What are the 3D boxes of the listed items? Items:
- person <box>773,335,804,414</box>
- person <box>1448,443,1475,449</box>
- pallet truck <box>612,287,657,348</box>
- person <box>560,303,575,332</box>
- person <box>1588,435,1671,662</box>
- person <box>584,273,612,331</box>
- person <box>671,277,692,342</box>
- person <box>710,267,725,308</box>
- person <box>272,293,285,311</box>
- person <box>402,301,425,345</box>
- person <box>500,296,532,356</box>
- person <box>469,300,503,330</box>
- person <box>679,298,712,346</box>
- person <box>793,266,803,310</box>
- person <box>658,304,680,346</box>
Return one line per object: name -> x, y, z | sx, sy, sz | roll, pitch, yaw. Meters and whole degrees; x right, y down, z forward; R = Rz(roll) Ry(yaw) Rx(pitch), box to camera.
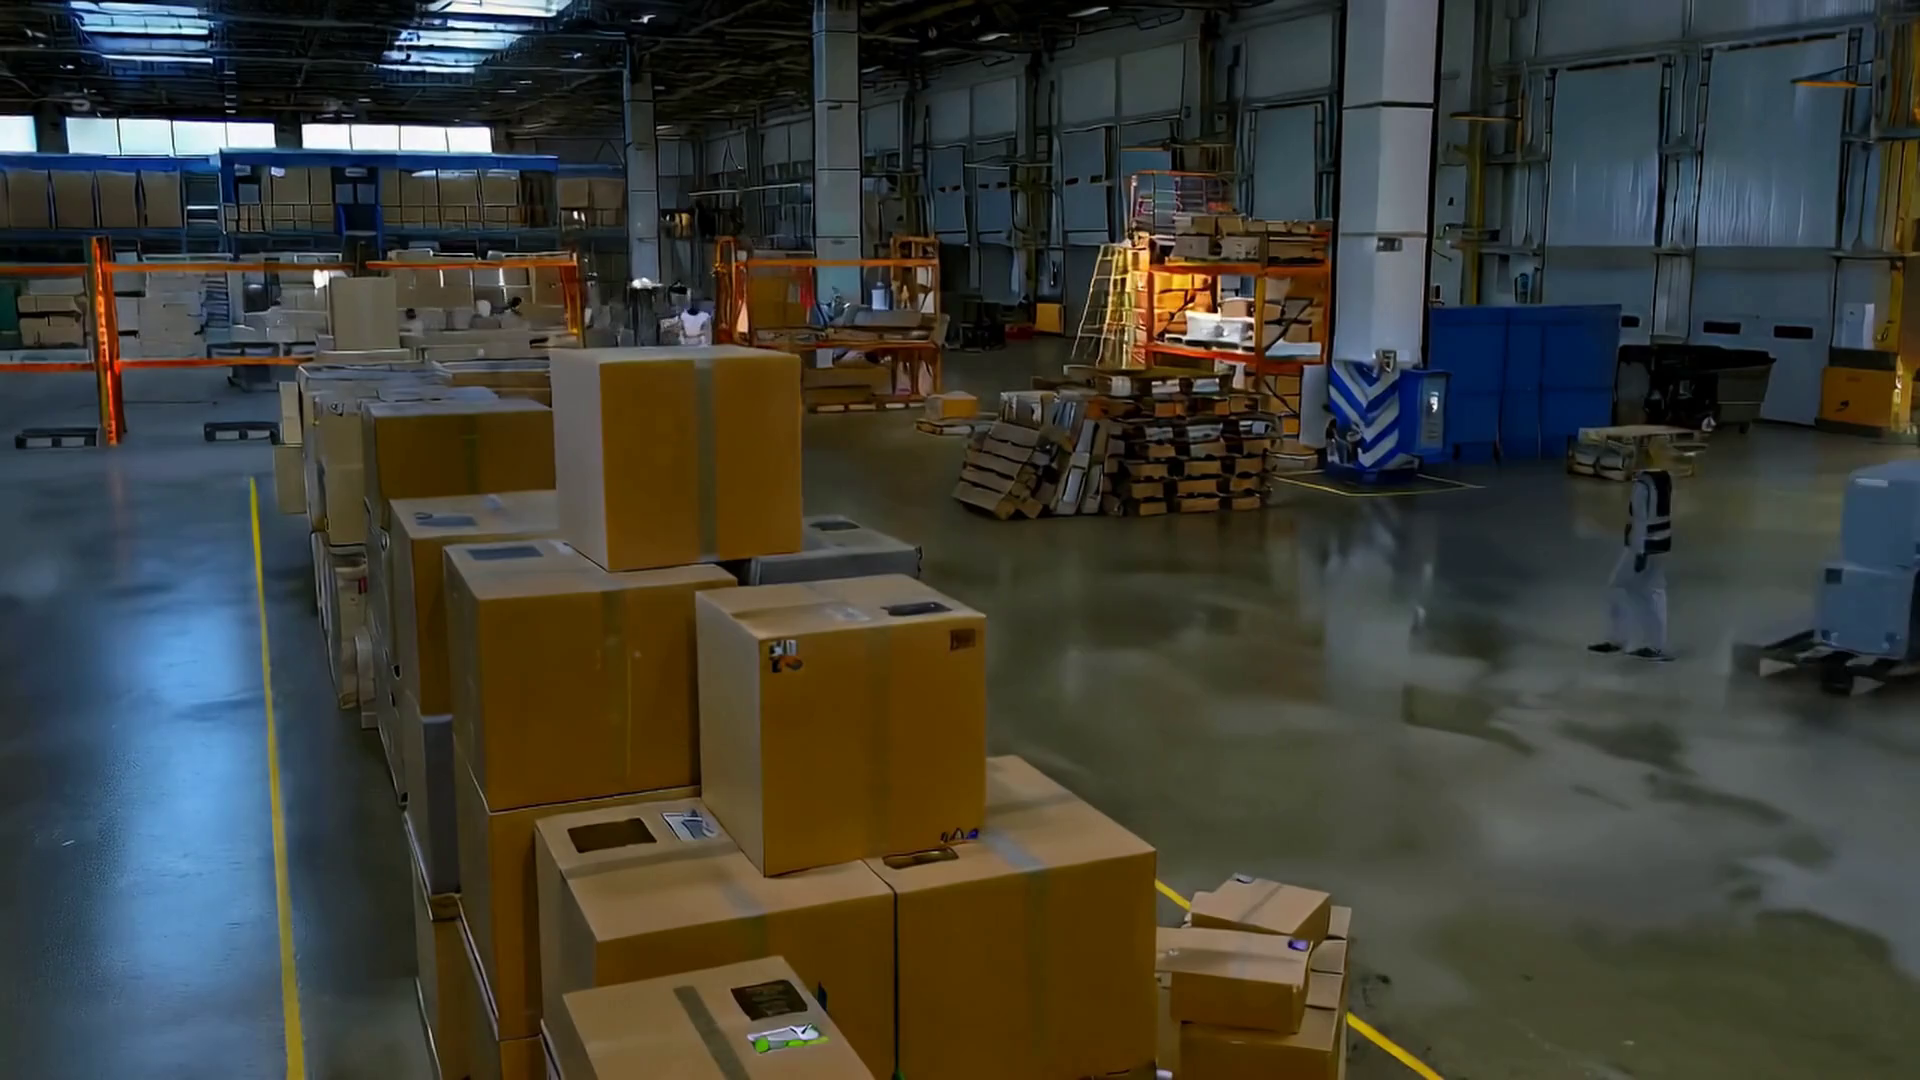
person -> -2.196, -1.657, 20.790 | 0.535, 1.799, 0.955 | -4, 11, -20
person -> 7.192, -2.268, 23.772 | 0.551, 1.942, 0.345 | -9, 13, -40
pallet truck -> -6.464, -4.406, 35.401 | 0.823, 1.965, 1.885 | 6, 12, 32
person -> -7.740, -3.845, 33.015 | 0.340, 1.729, 0.513 | -7, 12, -34
person -> 4.810, 0.052, 11.878 | 0.518, 1.616, 0.626 | -9, 14, -41
person -> -11.817, -7.751, 54.153 | 0.980, 1.872, 0.618 | -4, 11, -23
person -> -7.920, -6.534, 47.370 | 0.691, 1.906, 0.566 | 1, 10, 8
person -> -10.164, -10.487, 69.469 | 0.621, 1.809, 0.905 | 5, 11, 26
person -> -14.562, -4.379, 35.709 | 0.454, 1.839, 0.542 | -5, 11, -25
person -> -9.773, -3.338, 29.820 | 0.634, 1.892, 0.607 | -9, 14, -42
person -> -8.258, -3.576, 31.031 | 0.516, 1.920, 0.651 | 6, 12, 30
person -> -8.377, -3.277, 29.443 | 0.620, 1.912, 0.380 | -5, 11, -26
person -> -5.177, -3.805, 32.542 | 0.651, 1.832, 0.447 | 1, 10, 4
person -> -6.816, -10.620, 69.652 | 0.378, 1.996, 0.611 | -4, 11, -20
person -> -5.917, -3.996, 34.006 | 0.549, 1.670, 0.523 | 5, 11, 24
